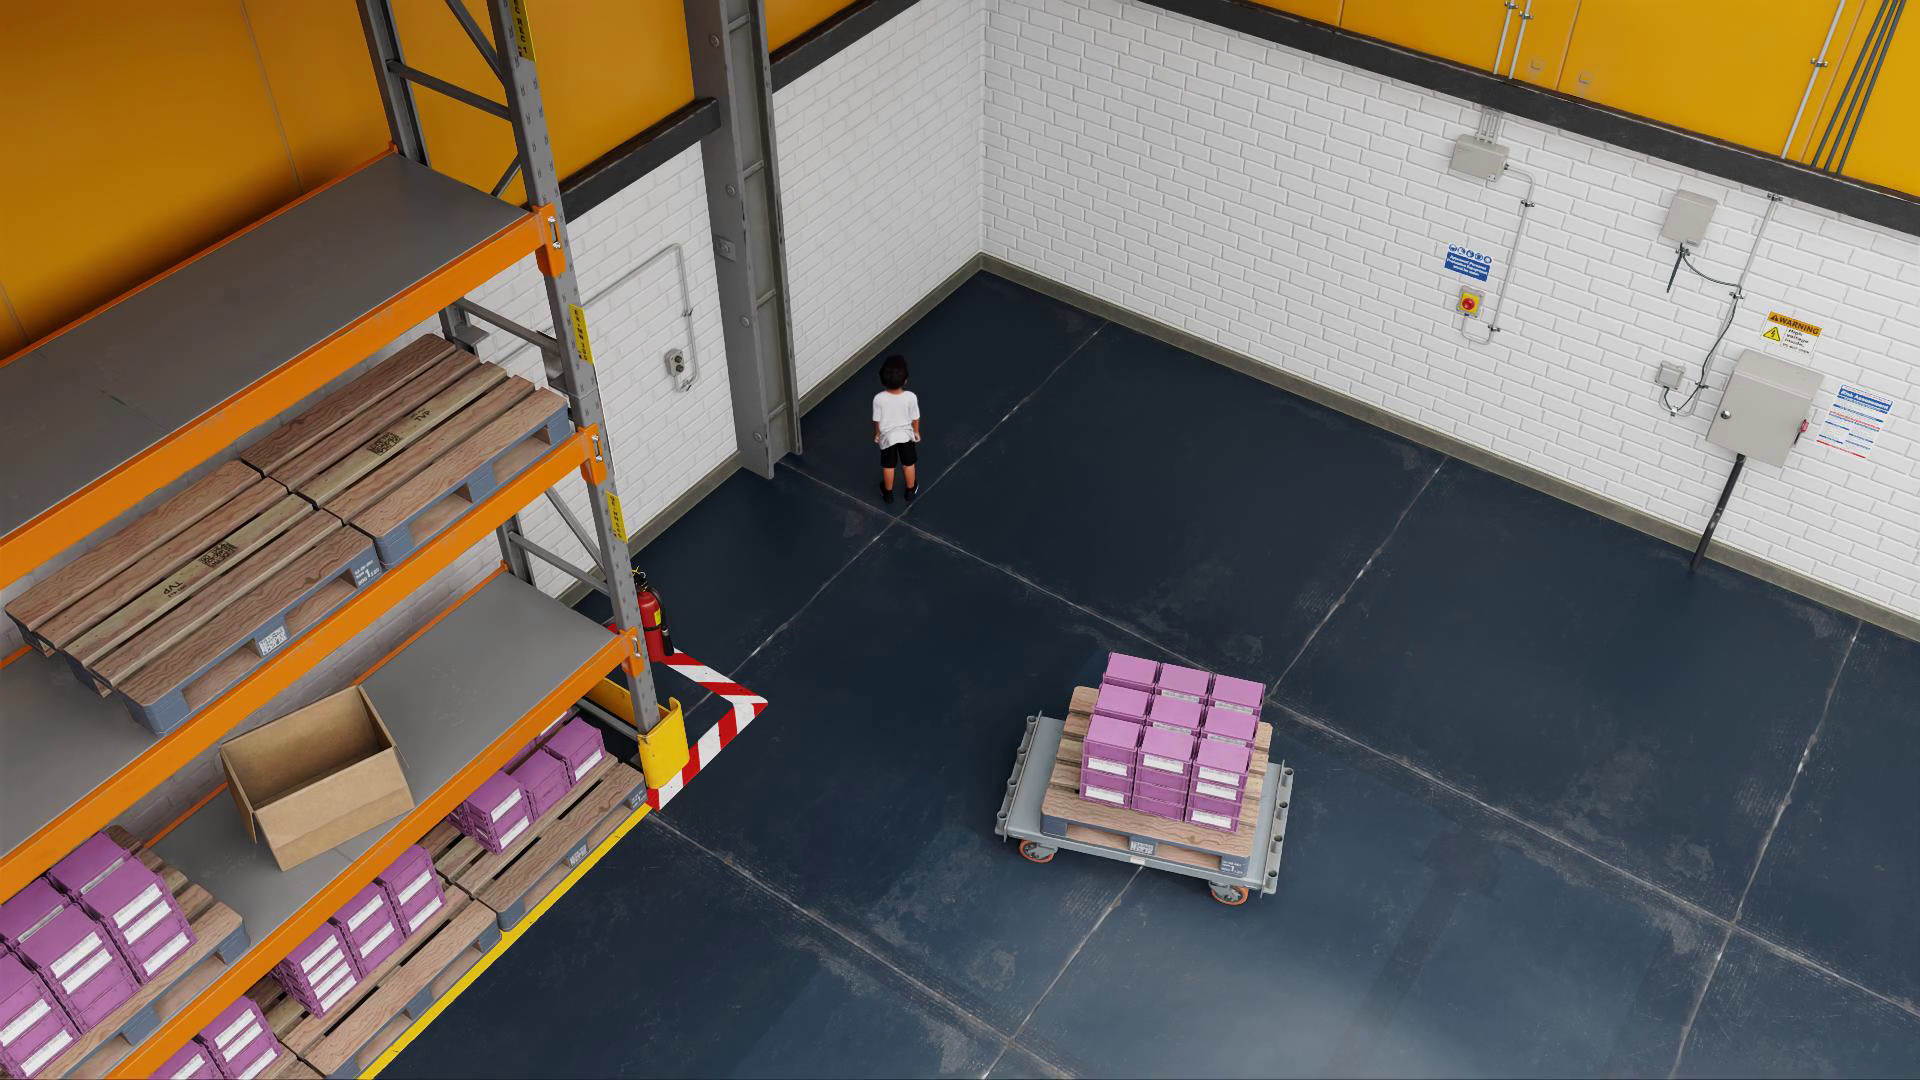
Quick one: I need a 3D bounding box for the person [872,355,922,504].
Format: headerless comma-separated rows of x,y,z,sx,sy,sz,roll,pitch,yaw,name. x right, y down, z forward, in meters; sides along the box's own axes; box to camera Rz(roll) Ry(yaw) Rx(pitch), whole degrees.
-0.451,-0.778,11.817,0.582,1.261,0.636,-4,44,-4,person
